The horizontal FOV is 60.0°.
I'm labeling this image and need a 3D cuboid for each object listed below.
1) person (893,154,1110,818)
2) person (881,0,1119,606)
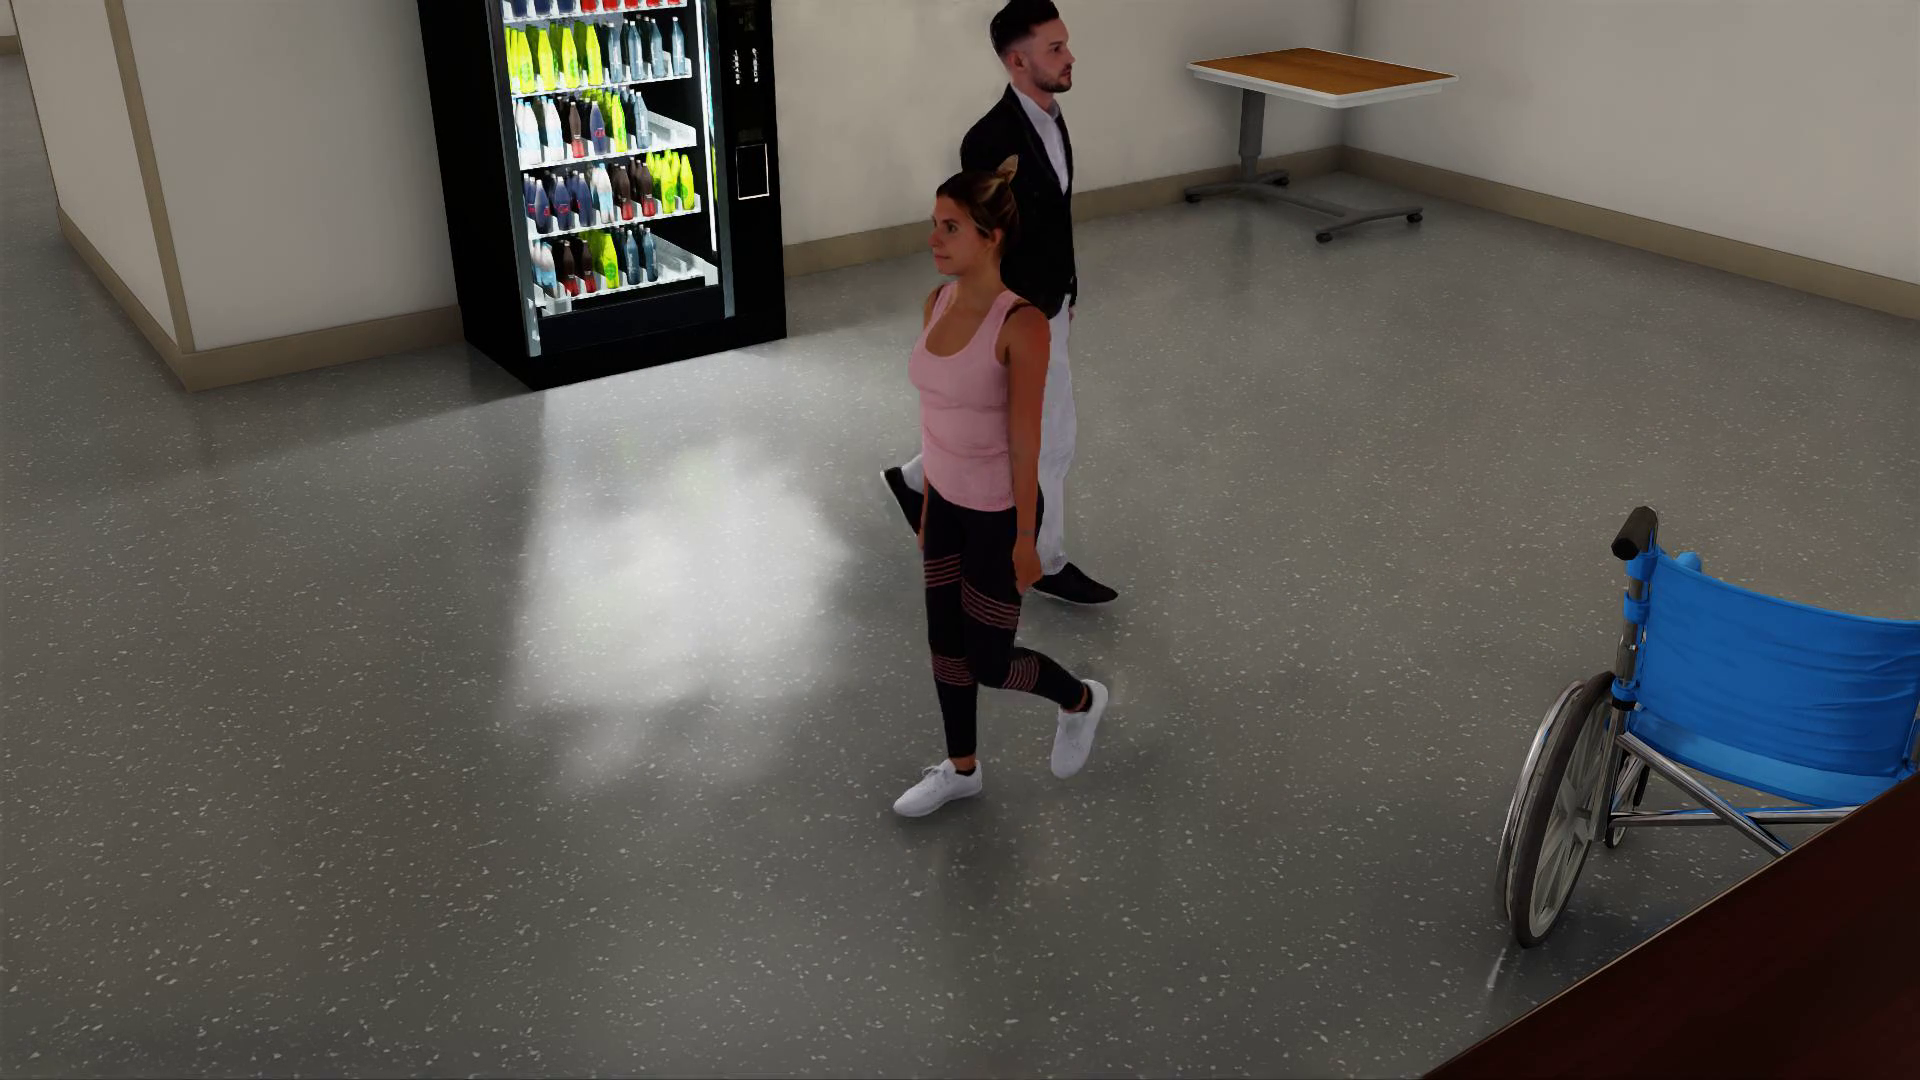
[{"bbox_3d":[0.111,-0.092,3.991,0.792,1.635,0.560,-18,31,-32],"label":"person"},{"bbox_3d":[0.109,-0.690,5.018,1.088,1.819,1.116,10,27,19],"label":"person"}]
